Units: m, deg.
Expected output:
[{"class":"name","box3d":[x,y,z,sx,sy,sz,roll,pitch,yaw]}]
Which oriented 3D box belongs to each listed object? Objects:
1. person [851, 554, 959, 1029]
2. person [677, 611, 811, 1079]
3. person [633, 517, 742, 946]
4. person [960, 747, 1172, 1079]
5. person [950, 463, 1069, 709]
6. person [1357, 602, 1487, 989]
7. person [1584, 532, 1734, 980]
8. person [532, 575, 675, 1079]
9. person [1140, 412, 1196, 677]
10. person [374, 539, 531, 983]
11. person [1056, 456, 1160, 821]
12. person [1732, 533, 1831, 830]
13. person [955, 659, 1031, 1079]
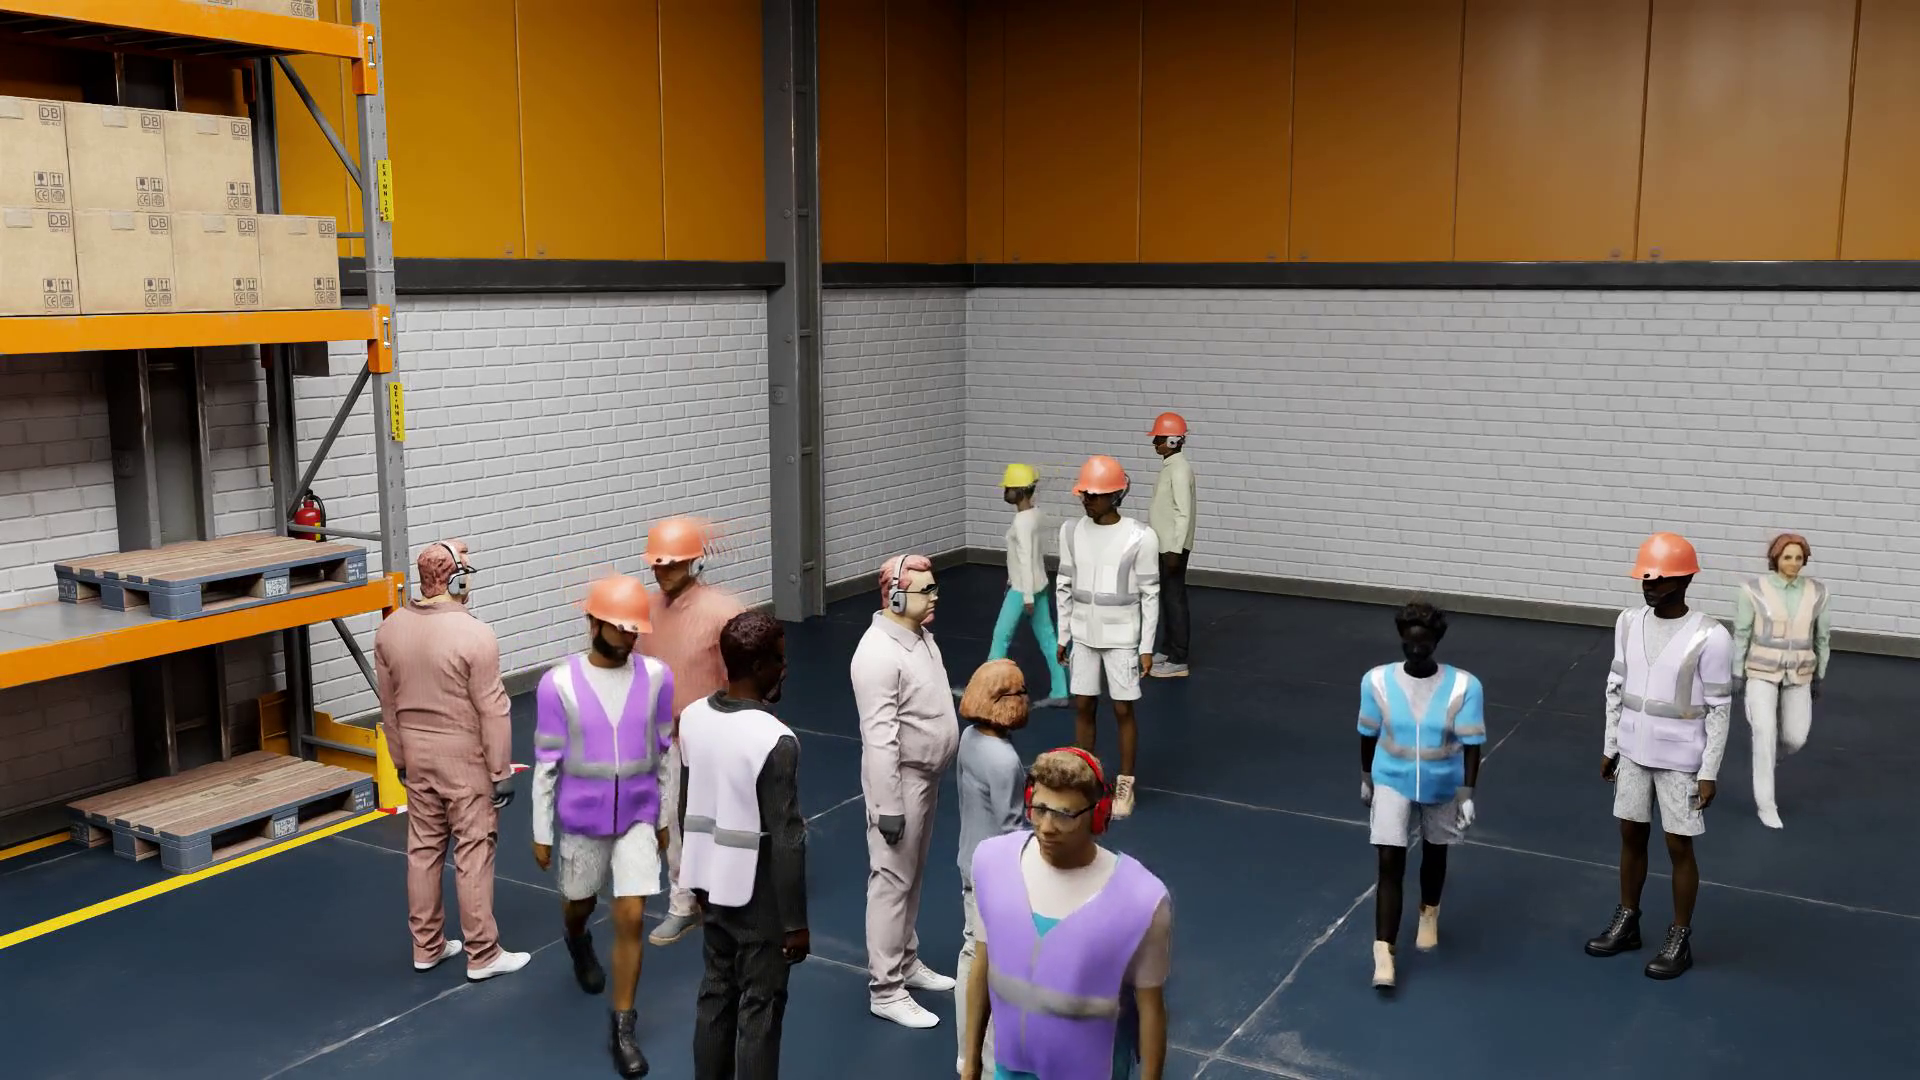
[{"class":"person","box3d":[-0.207,1.000,6.796,0.409,1.909,0.641,2,9,11]},{"class":"person","box3d":[-0.731,1.187,5.596,0.372,1.916,0.597,-8,12,-42]},{"class":"person","box3d":[-1.192,0.853,7.517,0.609,1.977,0.585,6,11,34]},{"class":"person","box3d":[0.298,1.412,4.477,0.583,1.827,0.668,6,11,32]},{"class":"person","box3d":[0.362,0.329,11.559,0.890,1.727,0.532,3,10,18]},{"class":"person","box3d":[1.977,1.067,7.179,0.538,1.641,0.882,3,10,17]},{"class":"person","box3d":[3.009,0.923,7.183,0.373,1.934,0.551,-6,11,-33]},{"class":"person","box3d":[-1.408,1.048,6.569,0.565,1.896,0.920,-4,10,-21]},{"class":"person","box3d":[1.585,0.032,12.565,0.381,1.994,0.622,0,9,-2]},{"class":"person","box3d":[-2.168,0.944,7.147,0.648,1.907,0.409,4,10,24]},{"class":"person","box3d":[0.795,0.544,9.233,0.610,2.037,0.398,5,11,30]},{"class":"person","box3d":[4.539,0.747,9.267,0.520,1.623,0.608,1,9,6]},{"class":"person","box3d":[0.136,1.240,6.142,0.281,1.635,0.498,-3,10,-19]}]
